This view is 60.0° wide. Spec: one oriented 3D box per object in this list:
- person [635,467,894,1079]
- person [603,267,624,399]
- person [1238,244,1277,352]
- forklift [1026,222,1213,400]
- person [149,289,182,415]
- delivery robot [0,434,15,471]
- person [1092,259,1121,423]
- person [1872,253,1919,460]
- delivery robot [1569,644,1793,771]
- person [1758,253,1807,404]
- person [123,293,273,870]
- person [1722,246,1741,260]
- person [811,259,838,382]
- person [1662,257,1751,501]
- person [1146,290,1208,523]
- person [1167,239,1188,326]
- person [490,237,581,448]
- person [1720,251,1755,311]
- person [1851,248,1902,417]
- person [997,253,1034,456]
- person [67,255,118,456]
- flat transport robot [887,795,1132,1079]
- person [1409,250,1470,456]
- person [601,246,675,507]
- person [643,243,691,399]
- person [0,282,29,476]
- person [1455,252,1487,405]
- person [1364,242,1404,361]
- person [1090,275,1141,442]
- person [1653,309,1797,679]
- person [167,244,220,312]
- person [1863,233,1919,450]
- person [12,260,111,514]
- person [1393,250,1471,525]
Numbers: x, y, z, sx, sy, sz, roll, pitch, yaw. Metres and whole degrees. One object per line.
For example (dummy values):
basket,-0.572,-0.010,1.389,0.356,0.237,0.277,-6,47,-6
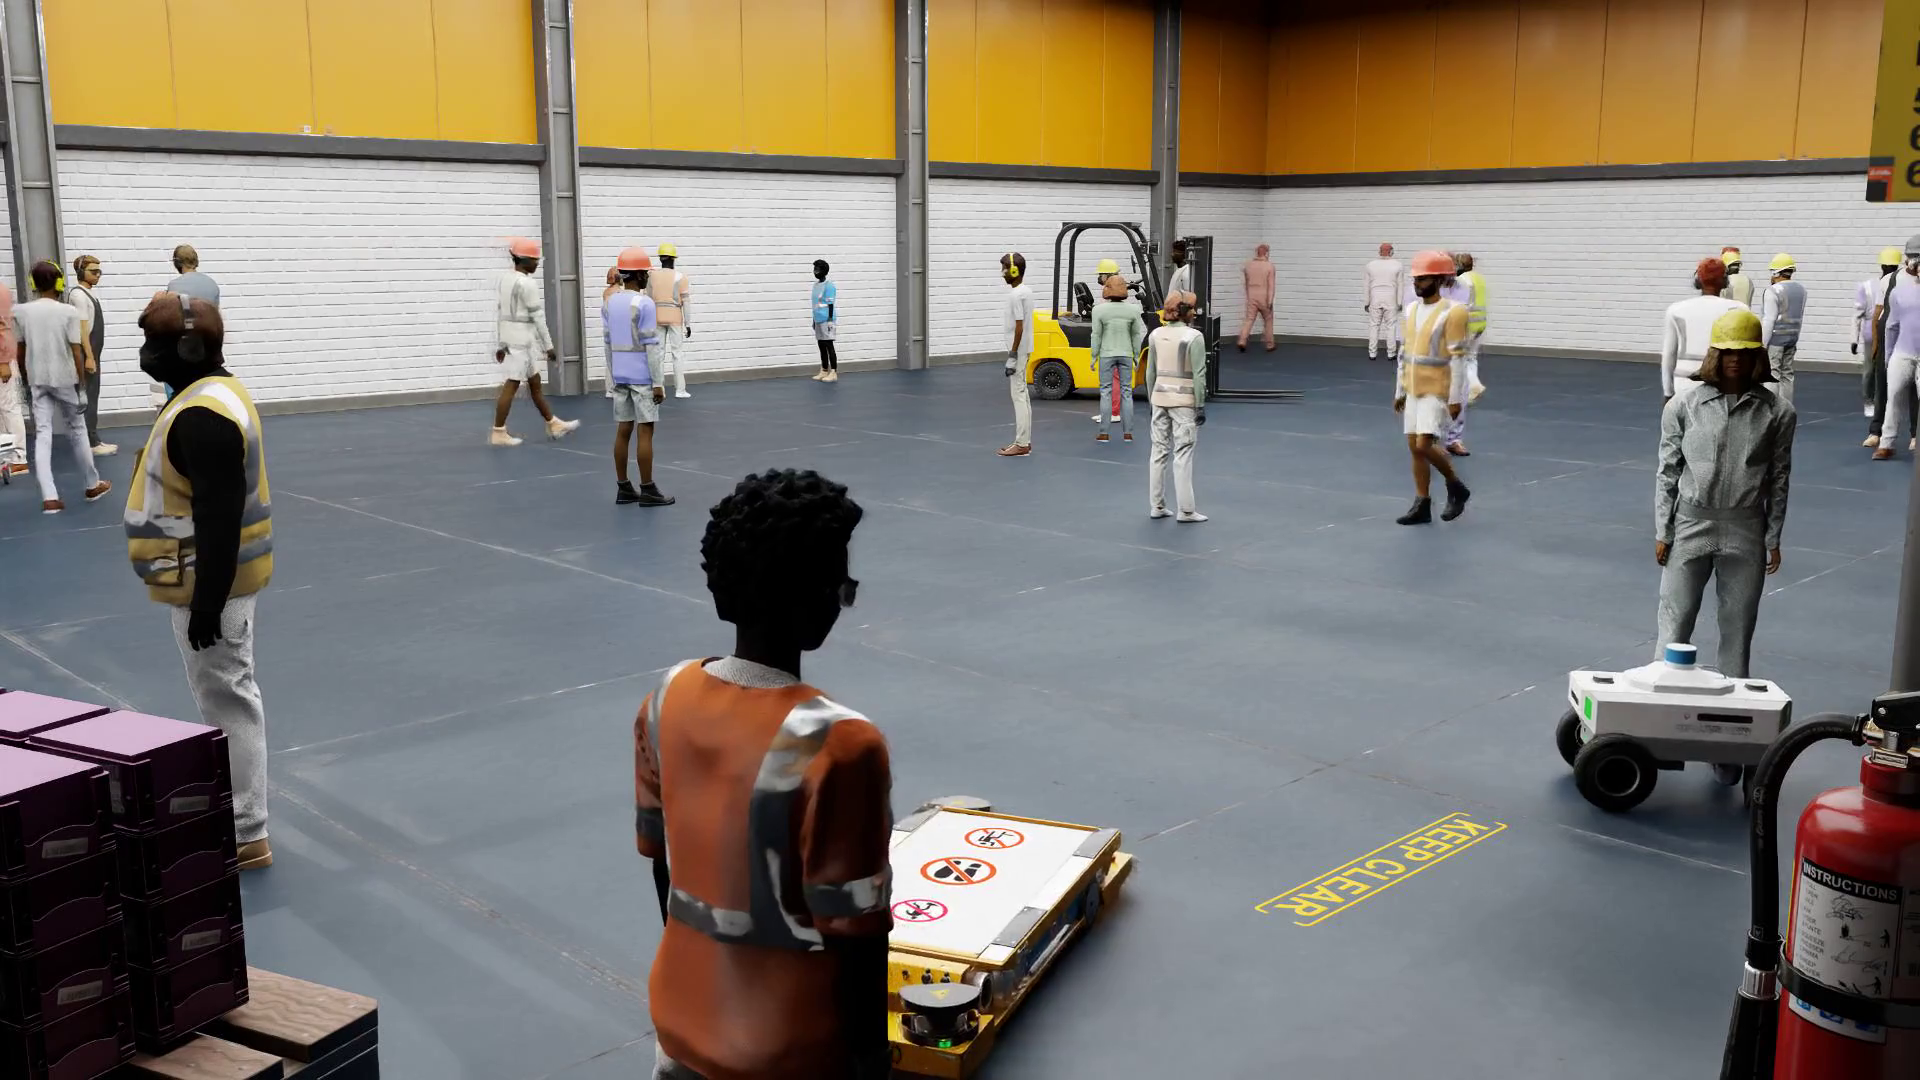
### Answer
person,-0.275,0.736,2.472,0.320,1.693,0.538,-9,14,-42
person,-4.237,-2.545,20.522,0.310,1.636,0.523,-7,13,-34
person,5.185,-4.189,28.852,0.635,1.870,0.960,8,13,37
forklift,1.935,-2.847,20.651,2.313,2.155,1.214,2,11,13
person,-5.587,-0.954,11.836,0.309,1.641,0.513,-4,11,-22
delivery robot,-7.995,-0.735,13.348,0.707,0.478,0.477,0,10,1
person,1.597,-2.149,18.016,0.310,1.768,0.533,-1,10,-3
person,8.664,-1.663,14.964,0.725,1.922,0.653,-9,14,-40
delivery robot,2.580,0.617,5.980,0.707,0.478,0.477,2,11,11
person,8.658,-2.111,17.622,0.601,1.830,0.403,-6,12,-28
person,-2.411,0.143,5.309,0.429,1.842,0.633,-4,11,-23
person,10.668,-3.170,23.288,0.519,1.872,0.595,7,13,35
person,-1.891,-3.042,23.094,0.320,1.690,0.537,-6,12,-31
person,5.329,-1.069,11.862,0.603,1.857,0.768,7,12,33
person,1.527,-0.939,11.772,0.314,1.636,0.515,-9,14,-40
person,2.894,-2.954,21.855,0.367,1.966,0.607,-1,10,-8
person,-4.121,-1.898,16.028,1.023,1.988,0.606,-7,13,-34
person,9.436,-2.625,20.457,0.589,1.822,0.403,-4,11,-22
person,10.118,-2.253,18.246,0.594,1.893,0.944,5,12,27
person,0.511,-1.698,15.292,0.329,1.865,0.515,2,11,11
person,-8.026,-1.699,15.347,0.329,1.841,0.509,-4,11,-22
flat transport robot,-0.028,1.047,4.663,0.652,0.197,1.431,4,11,22
person,4.451,-1.704,15.259,0.664,1.878,0.736,-3,11,-15
person,-2.416,-1.214,12.446,0.542,1.938,0.358,8,13,36
person,-3.623,-2.709,20.633,0.591,1.923,0.381,1,10,7
person,-8.192,-1.530,14.043,0.614,1.987,0.407,7,13,34
person,6.049,-2.502,19.810,0.488,1.822,0.642,9,14,42
person,6.874,-3.861,26.964,0.642,1.909,0.399,5,11,25
person,1.525,-1.777,16.333,0.507,1.636,0.272,-1,10,-8
person,2.951,-0.020,6.464,0.486,1.744,0.294,3,11,14
person,-7.261,-1.831,15.811,0.350,1.936,0.635,2,11,12
person,8.976,-1.872,15.750,0.684,2.000,0.538,9,14,40
person,-6.706,-1.145,12.357,0.541,1.826,0.924,-1,10,-7
person,3.266,-1.047,11.591,0.464,1.921,0.553,-5,11,-25
